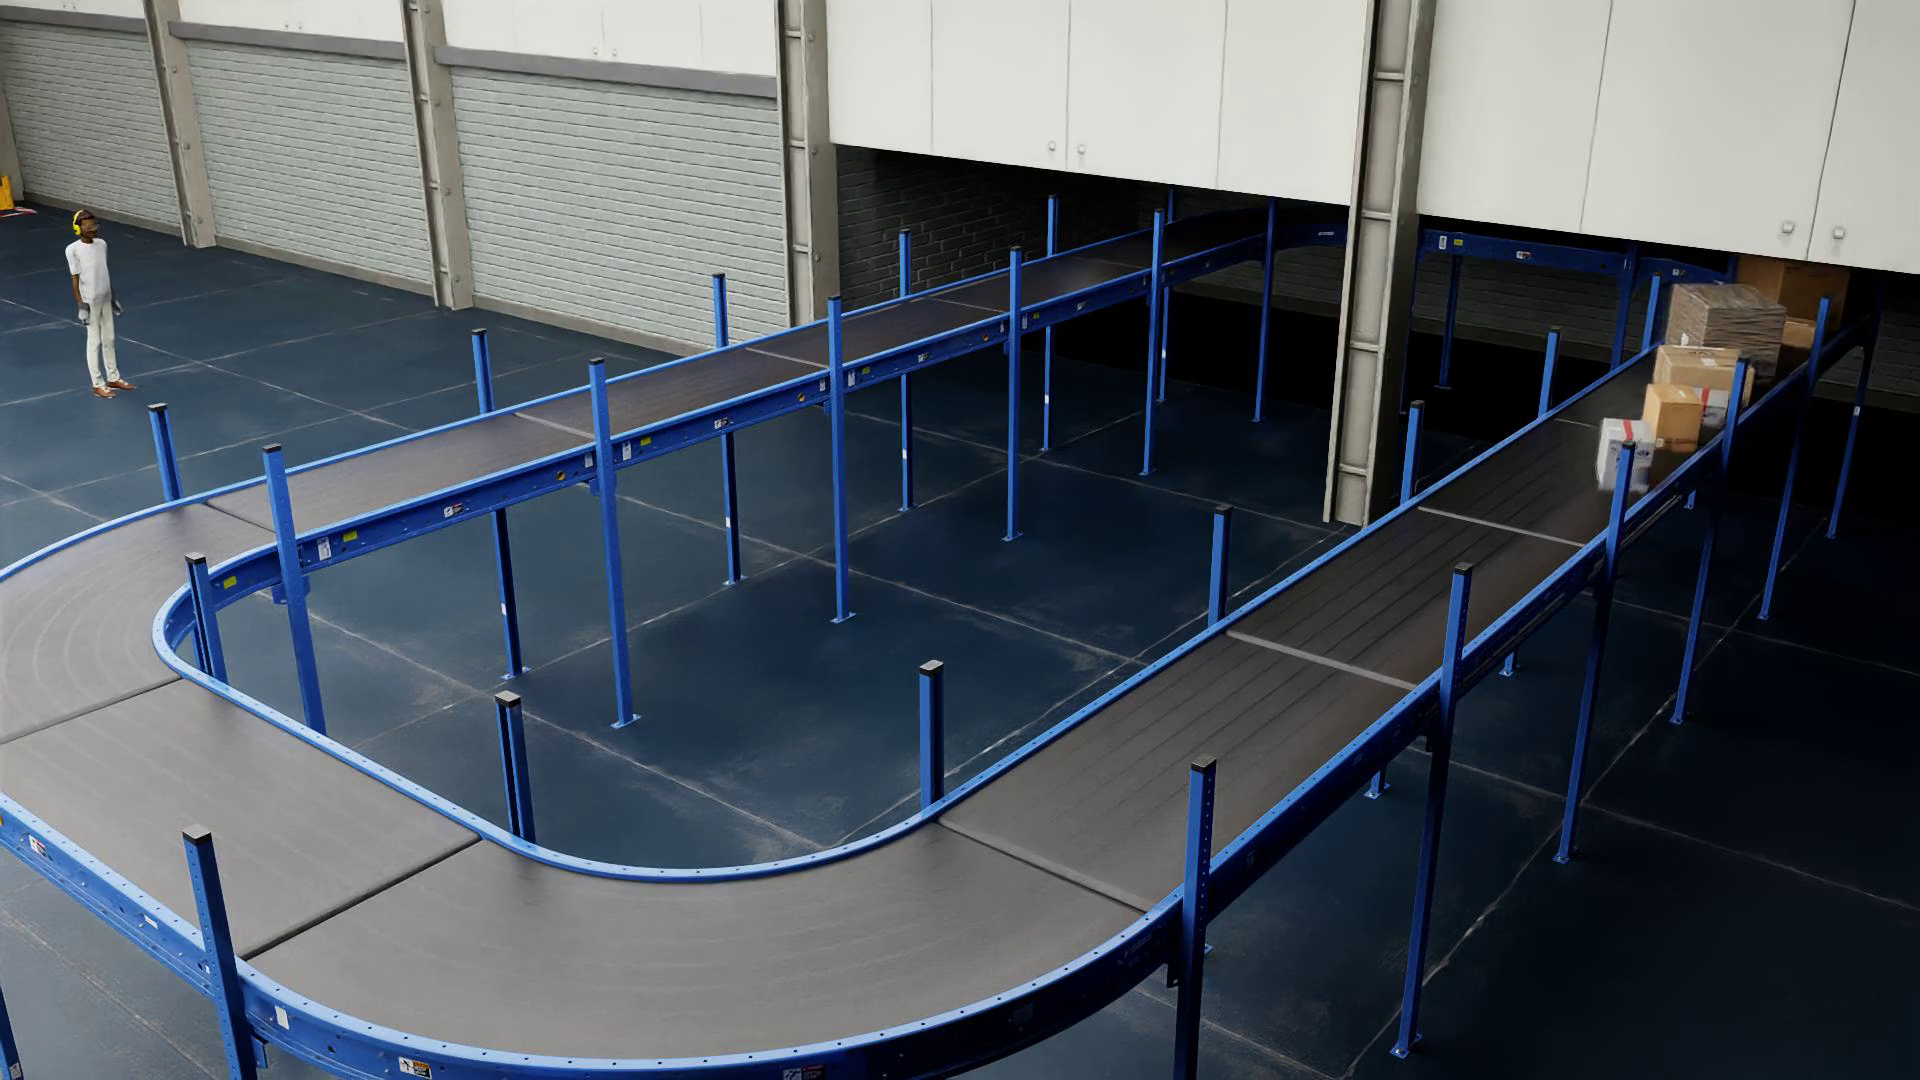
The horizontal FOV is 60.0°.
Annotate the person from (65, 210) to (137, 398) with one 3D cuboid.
[{"bbox_3d":[-8.633,-2.377,16.677,0.333,1.872,0.515,6,22,15],"label":"person"}]
